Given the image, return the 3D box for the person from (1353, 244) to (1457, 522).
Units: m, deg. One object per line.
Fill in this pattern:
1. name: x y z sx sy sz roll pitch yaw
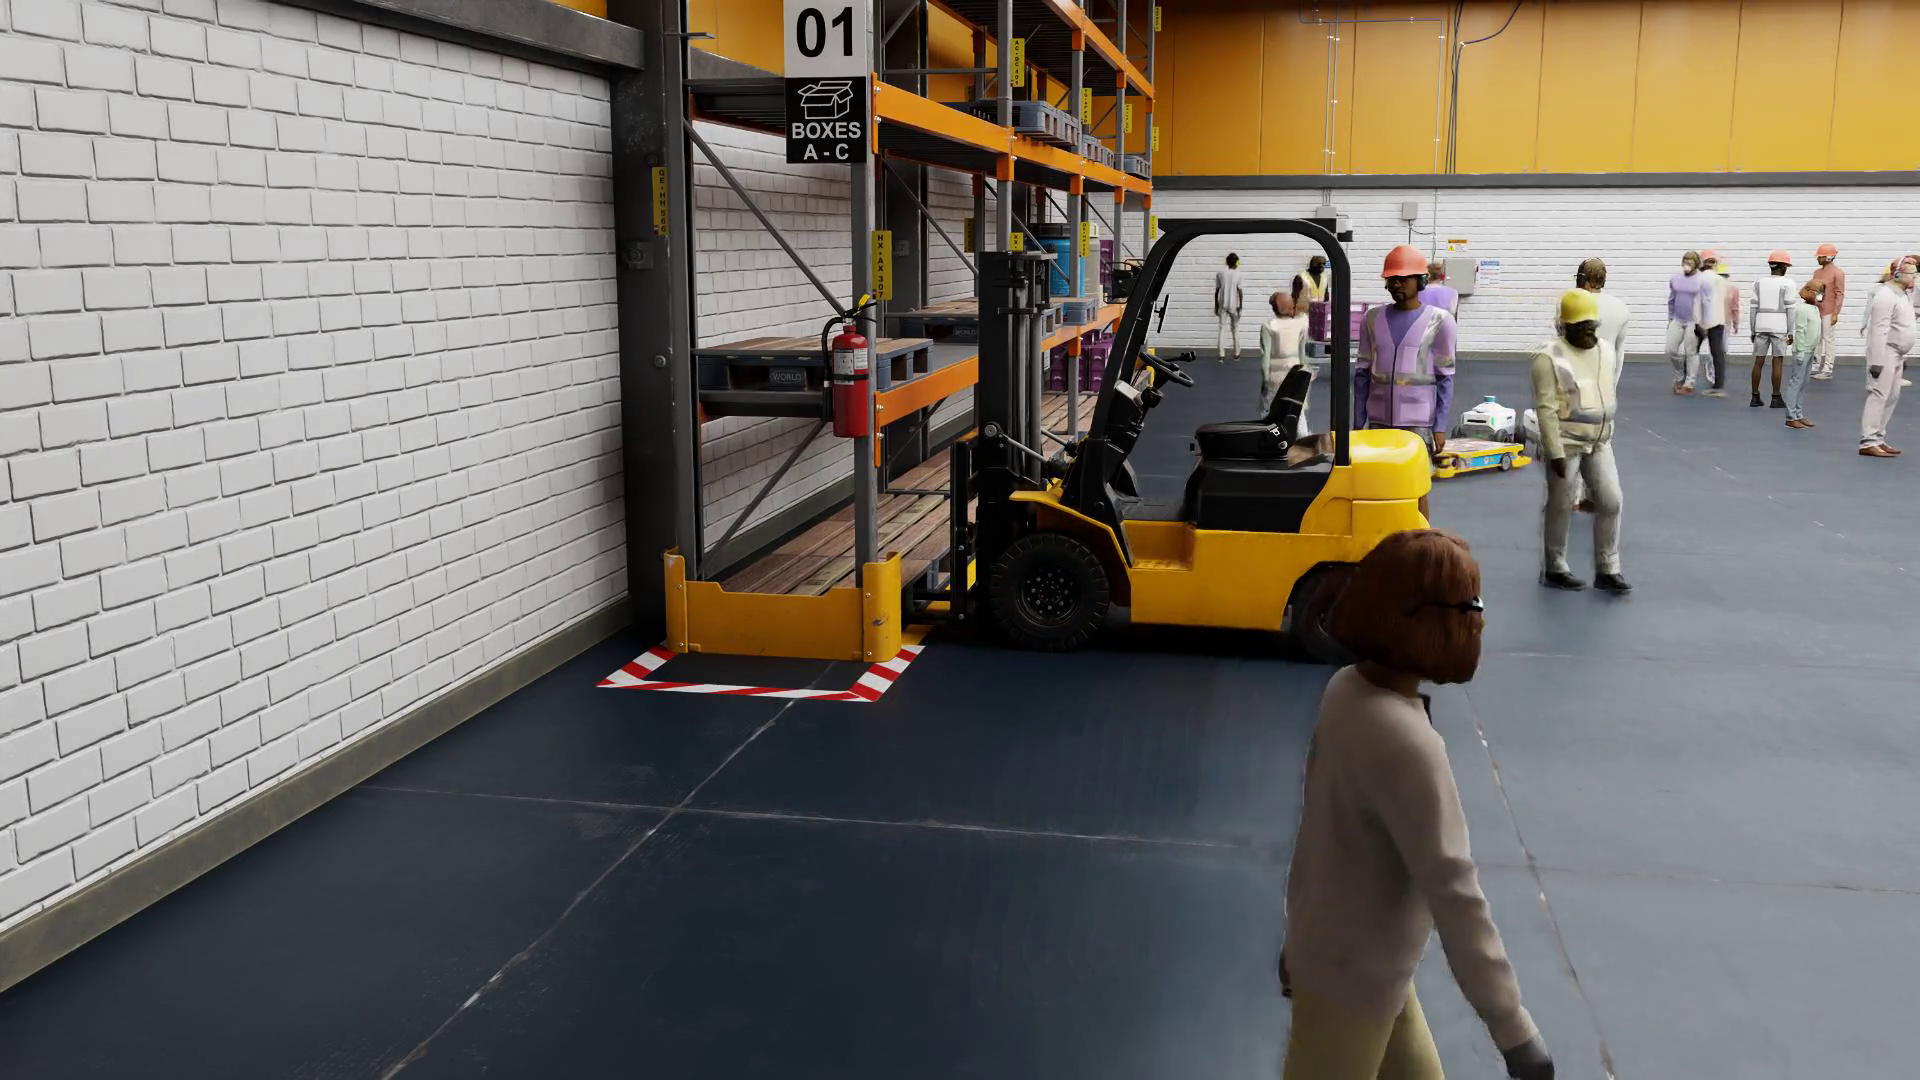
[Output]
1. person: 2.624 -0.727 9.928 0.607 2.044 0.378 7 13 35

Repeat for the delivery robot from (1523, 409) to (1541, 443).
1. delivery robot: 5.601 -1.107 15.835 0.477 0.478 0.707 1 10 7

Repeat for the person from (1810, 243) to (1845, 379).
1. person: 12.757 -3.372 24.567 0.392 1.991 0.612 -2 11 -10

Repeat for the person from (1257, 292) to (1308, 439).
1. person: 2.960 -1.479 15.293 0.543 1.588 0.878 -5 11 -23

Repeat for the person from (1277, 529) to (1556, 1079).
1. person: 0.801 0.776 2.901 0.836 1.592 0.503 1 10 5

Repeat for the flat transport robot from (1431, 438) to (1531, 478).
1. flat transport robot: 4.437 -0.747 14.894 1.431 0.197 0.652 -9 13 -39

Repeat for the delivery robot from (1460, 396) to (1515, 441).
1. delivery robot: 5.104 -1.150 16.068 0.477 0.478 0.707 7 12 34

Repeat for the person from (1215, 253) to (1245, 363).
1. person: 4.517 -3.892 27.902 0.522 1.821 0.943 3 11 17

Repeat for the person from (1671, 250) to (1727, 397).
1. person: 9.874 -2.876 22.061 0.610 1.910 1.041 -3 11 -15

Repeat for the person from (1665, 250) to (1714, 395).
1. person: 9.621 -2.861 21.991 0.455 1.911 0.649 -6 12 -31

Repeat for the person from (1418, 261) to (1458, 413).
1. person: 5.512 -2.355 19.501 0.580 1.814 0.898 4 11 20

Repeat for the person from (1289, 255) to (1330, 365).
1. person: 5.409 -3.473 25.629 0.667 1.811 0.523 -6 12 -29

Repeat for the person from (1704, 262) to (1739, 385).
1. person: 10.791 -3.090 23.704 0.531 1.739 0.737 0 10 1

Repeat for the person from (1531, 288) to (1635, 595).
1. person: 3.625 -0.547 9.627 0.609 1.794 0.697 -4 11 -23

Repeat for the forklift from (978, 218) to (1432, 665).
1. forklift: 1.285 -0.567 8.635 2.313 2.155 1.214 2 11 11

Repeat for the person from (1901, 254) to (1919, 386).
1. person: 13.333 -3.097 23.470 0.429 1.841 0.633 5 11 25

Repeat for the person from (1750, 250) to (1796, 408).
1. person: 9.975 -2.582 20.411 0.374 1.929 0.542 -8 13 -38

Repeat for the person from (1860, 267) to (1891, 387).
1. person: 12.609 -2.894 22.702 0.545 1.709 0.690 5 11 26

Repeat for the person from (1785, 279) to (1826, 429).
1. person: 9.288 -2.043 18.260 0.278 1.633 0.498 10 14 43

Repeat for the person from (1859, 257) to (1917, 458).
1. person: 8.872 -1.735 15.864 0.398 1.897 0.665 9 14 41

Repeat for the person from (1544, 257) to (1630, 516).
1. person: 4.701 -1.147 12.517 0.631 1.939 0.369 -4 11 -22
